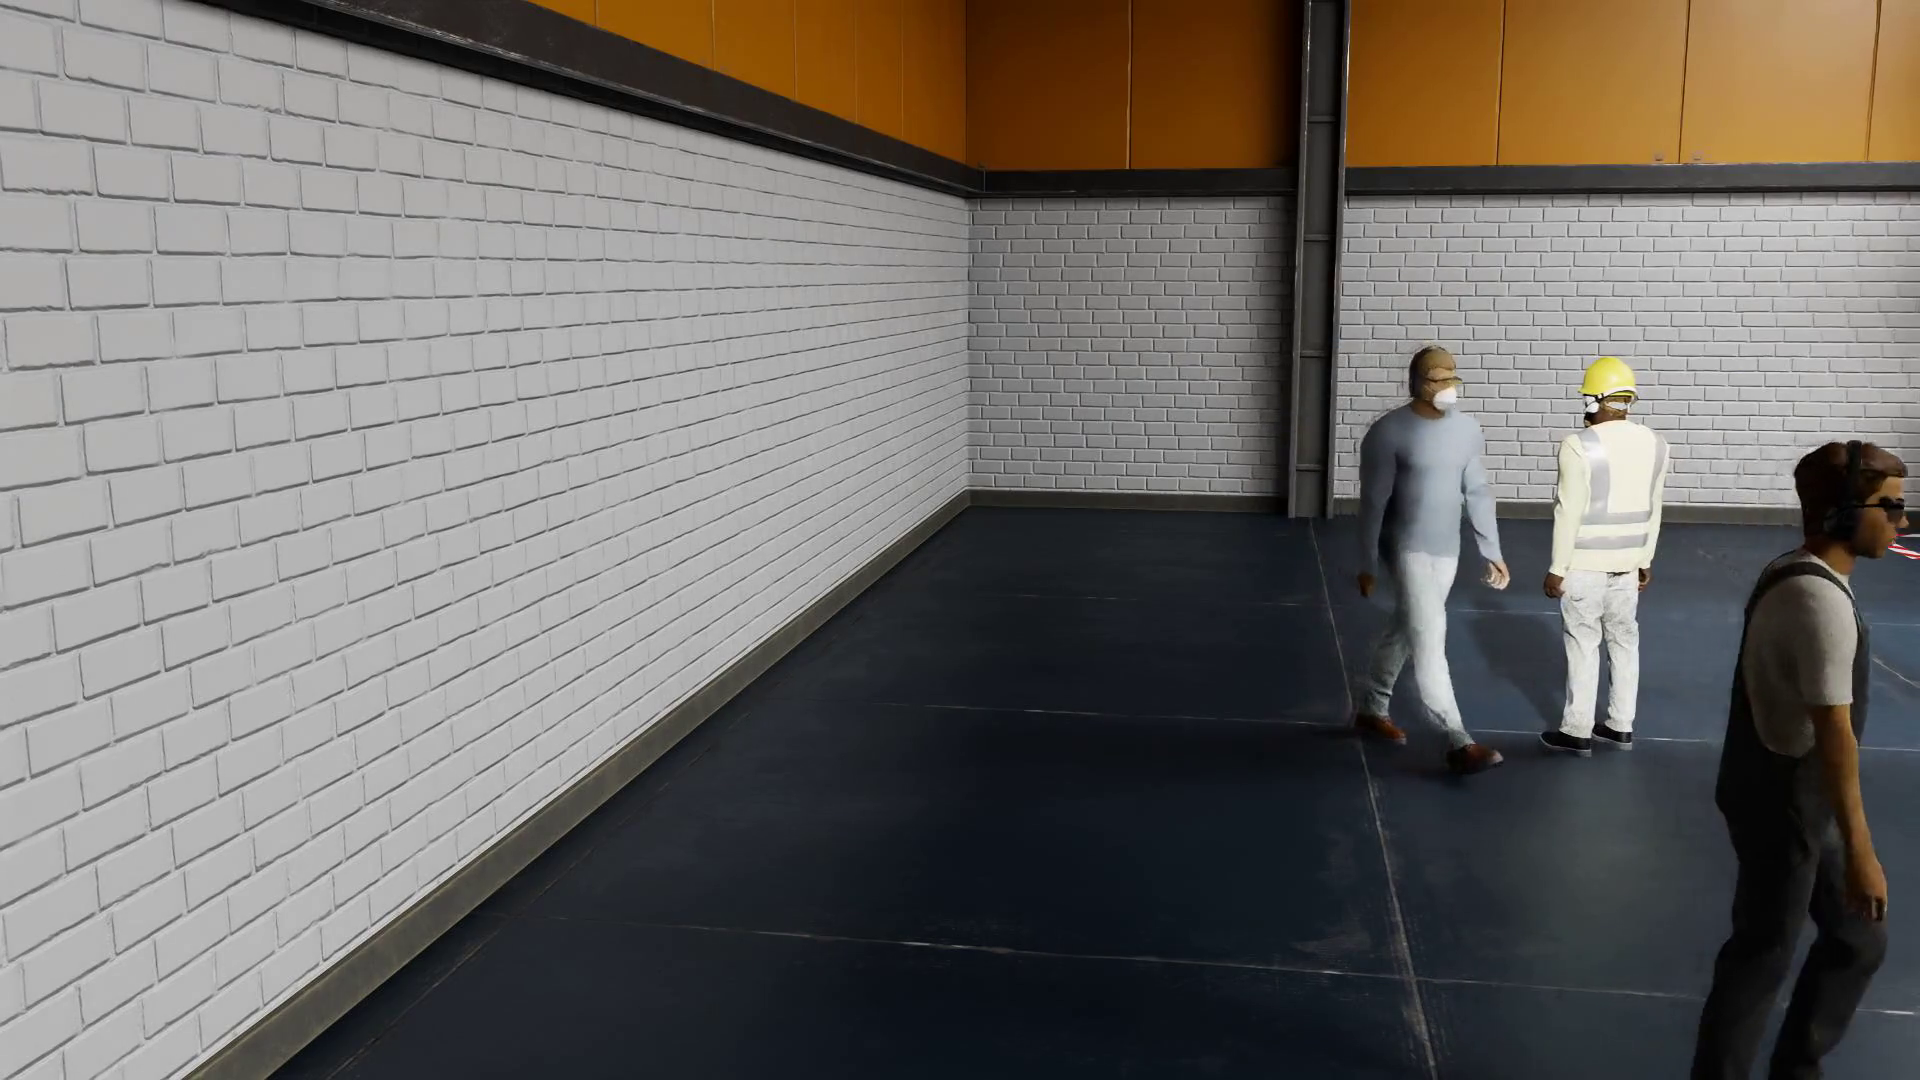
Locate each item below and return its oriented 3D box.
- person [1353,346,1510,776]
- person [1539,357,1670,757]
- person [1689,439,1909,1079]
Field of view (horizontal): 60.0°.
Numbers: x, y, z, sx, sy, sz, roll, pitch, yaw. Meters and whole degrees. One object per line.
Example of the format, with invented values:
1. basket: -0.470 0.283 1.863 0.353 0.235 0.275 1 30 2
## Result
1. person: 2.118 0.077 7.487 0.649 1.886 1.016 -5 10 -29
2. person: 2.931 0.079 7.638 0.603 1.830 0.404 -4 10 -22
3. person: 2.057 0.678 3.960 0.605 1.826 0.536 4 10 26
